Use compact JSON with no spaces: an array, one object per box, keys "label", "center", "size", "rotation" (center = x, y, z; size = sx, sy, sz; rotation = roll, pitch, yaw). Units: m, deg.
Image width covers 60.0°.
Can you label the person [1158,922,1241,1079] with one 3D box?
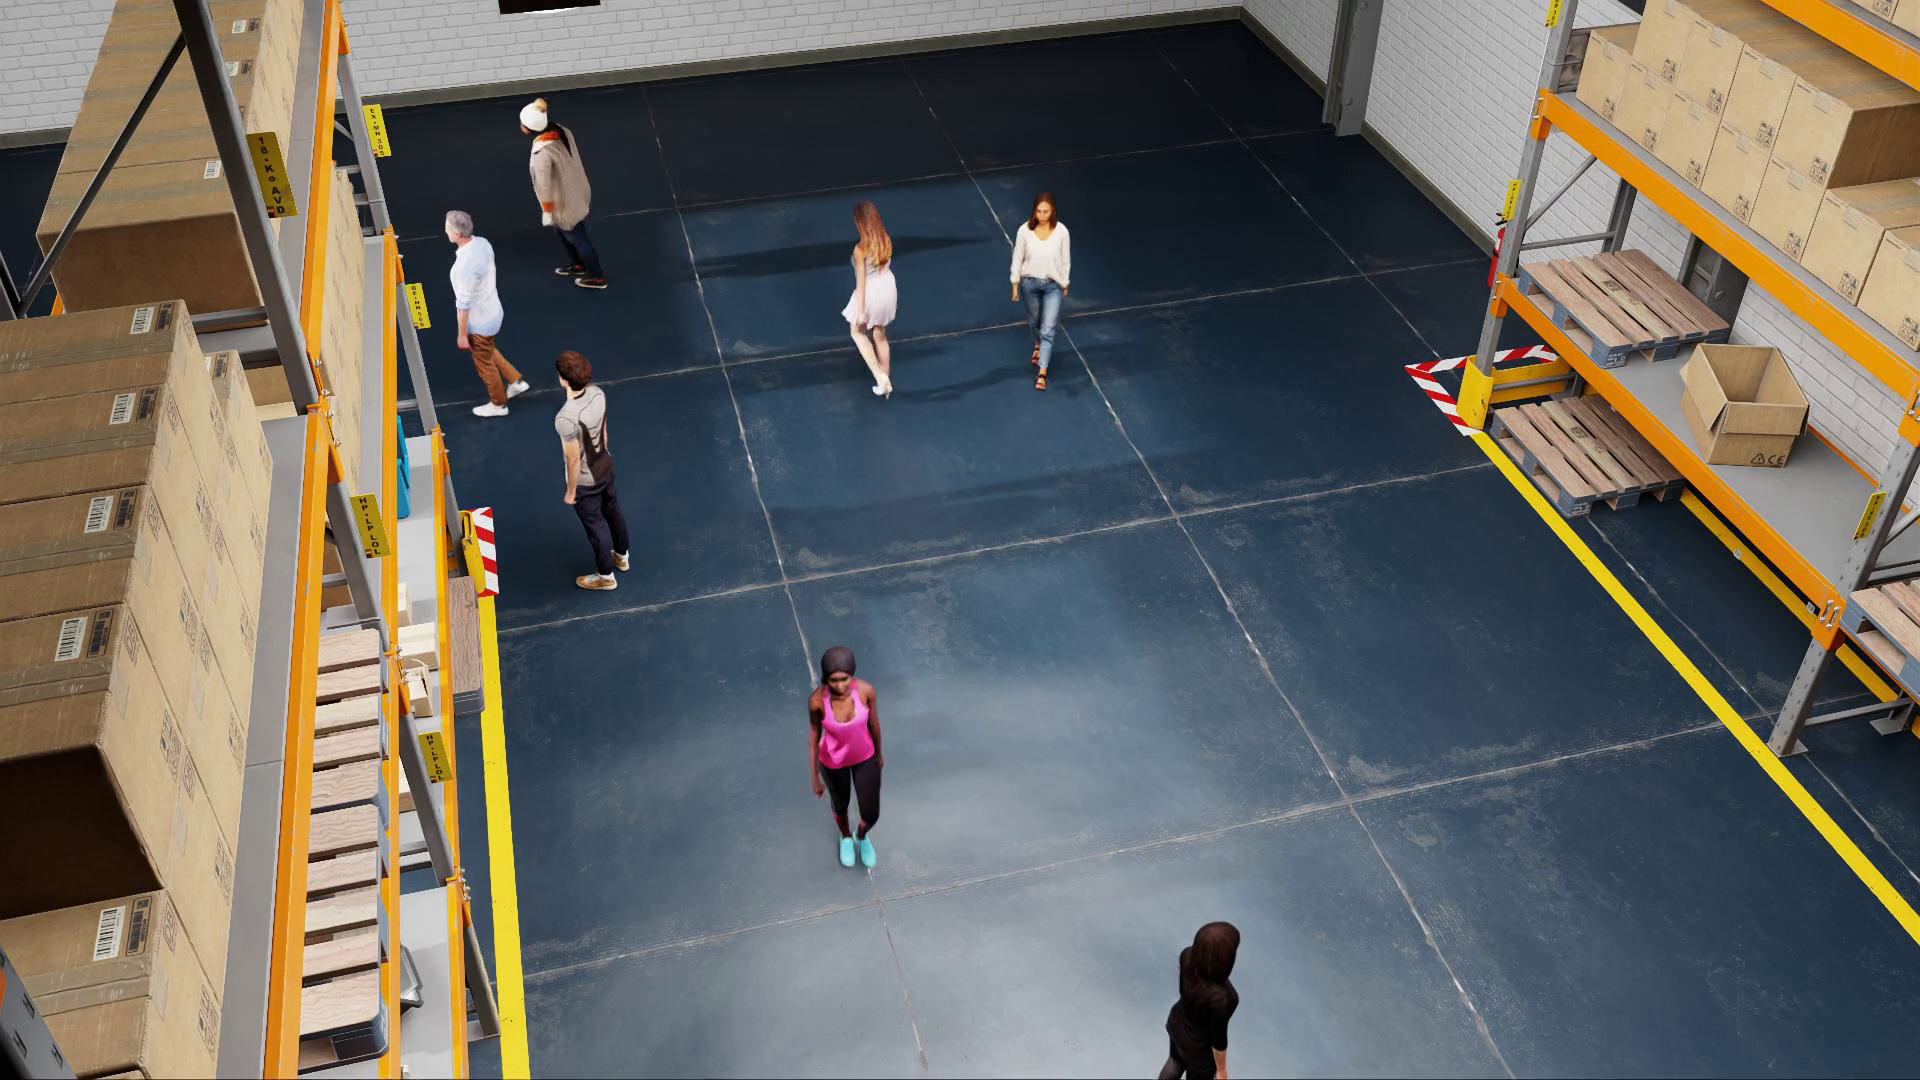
[{"label":"person","center":[1.132,2.411,8.052],"size":[0.643,1.637,0.476],"rotation":[-14,41,-17]}]

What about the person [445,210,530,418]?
[{"label":"person","center":[-3.714,-1.762,13.135],"size":[0.834,1.814,0.717],"rotation":[1,39,1]}]

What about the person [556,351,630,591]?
[{"label":"person","center":[-2.545,-0.478,11.461],"size":[0.794,1.897,0.703],"rotation":[14,41,17]}]

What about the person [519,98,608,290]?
[{"label":"person","center":[-3.421,-3.055,14.714],"size":[0.883,1.865,0.817],"rotation":[9,39,11]}]

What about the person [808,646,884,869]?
[{"label":"person","center":[-0.655,1.196,9.515],"size":[0.595,1.710,0.615],"rotation":[-7,39,-8]}]

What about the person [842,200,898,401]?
[{"label":"person","center":[-0.624,-1.846,13.288],"size":[0.711,1.755,0.800],"rotation":[-27,46,-29]}]

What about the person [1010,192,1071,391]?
[{"label":"person","center":[0.687,-2.147,13.746],"size":[0.912,1.653,1.103],"rotation":[7,39,9]}]
